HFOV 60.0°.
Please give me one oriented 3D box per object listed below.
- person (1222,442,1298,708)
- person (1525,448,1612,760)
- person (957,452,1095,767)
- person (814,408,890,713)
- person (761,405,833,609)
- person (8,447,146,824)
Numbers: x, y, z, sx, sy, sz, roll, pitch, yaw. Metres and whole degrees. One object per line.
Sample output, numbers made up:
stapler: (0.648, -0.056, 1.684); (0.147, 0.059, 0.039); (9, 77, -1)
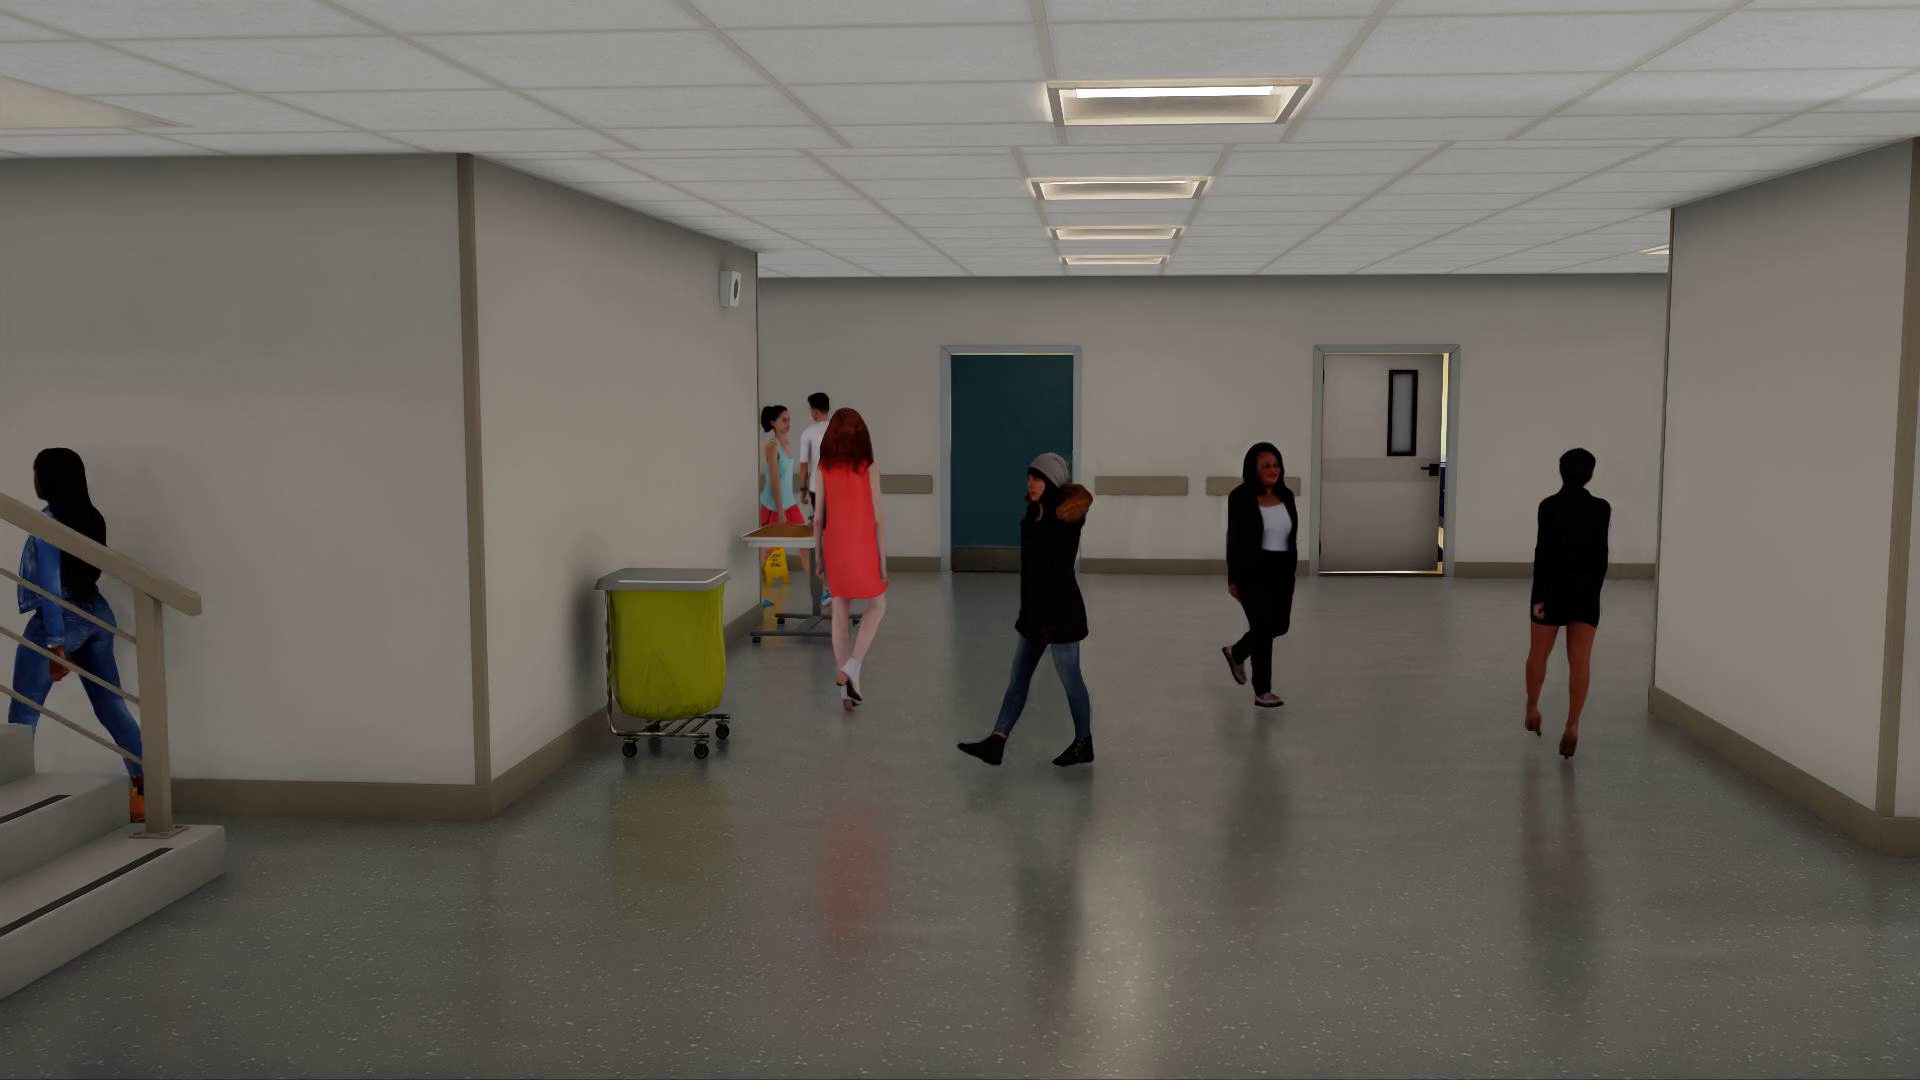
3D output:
person: (1.800, 0.212, 10.153); (0.972, 1.600, 0.980); (-3, 6, -28)
person: (3.209, 0.352, 8.691); (0.809, 1.615, 0.653); (1, 6, 7)
person: (0.529, 0.380, 8.467); (1.099, 1.604, 0.968); (-3, 7, -28)
person: (-0.668, 0.134, 9.857); (0.695, 1.816, 0.737); (2, 6, 15)
person: (-1.600, -0.225, 13.962); (1.218, 1.708, 0.753); (1, 6, 14)
person: (-3.794, 0.467, 7.281); (1.134, 1.669, 0.650); (0, 6, 4)
